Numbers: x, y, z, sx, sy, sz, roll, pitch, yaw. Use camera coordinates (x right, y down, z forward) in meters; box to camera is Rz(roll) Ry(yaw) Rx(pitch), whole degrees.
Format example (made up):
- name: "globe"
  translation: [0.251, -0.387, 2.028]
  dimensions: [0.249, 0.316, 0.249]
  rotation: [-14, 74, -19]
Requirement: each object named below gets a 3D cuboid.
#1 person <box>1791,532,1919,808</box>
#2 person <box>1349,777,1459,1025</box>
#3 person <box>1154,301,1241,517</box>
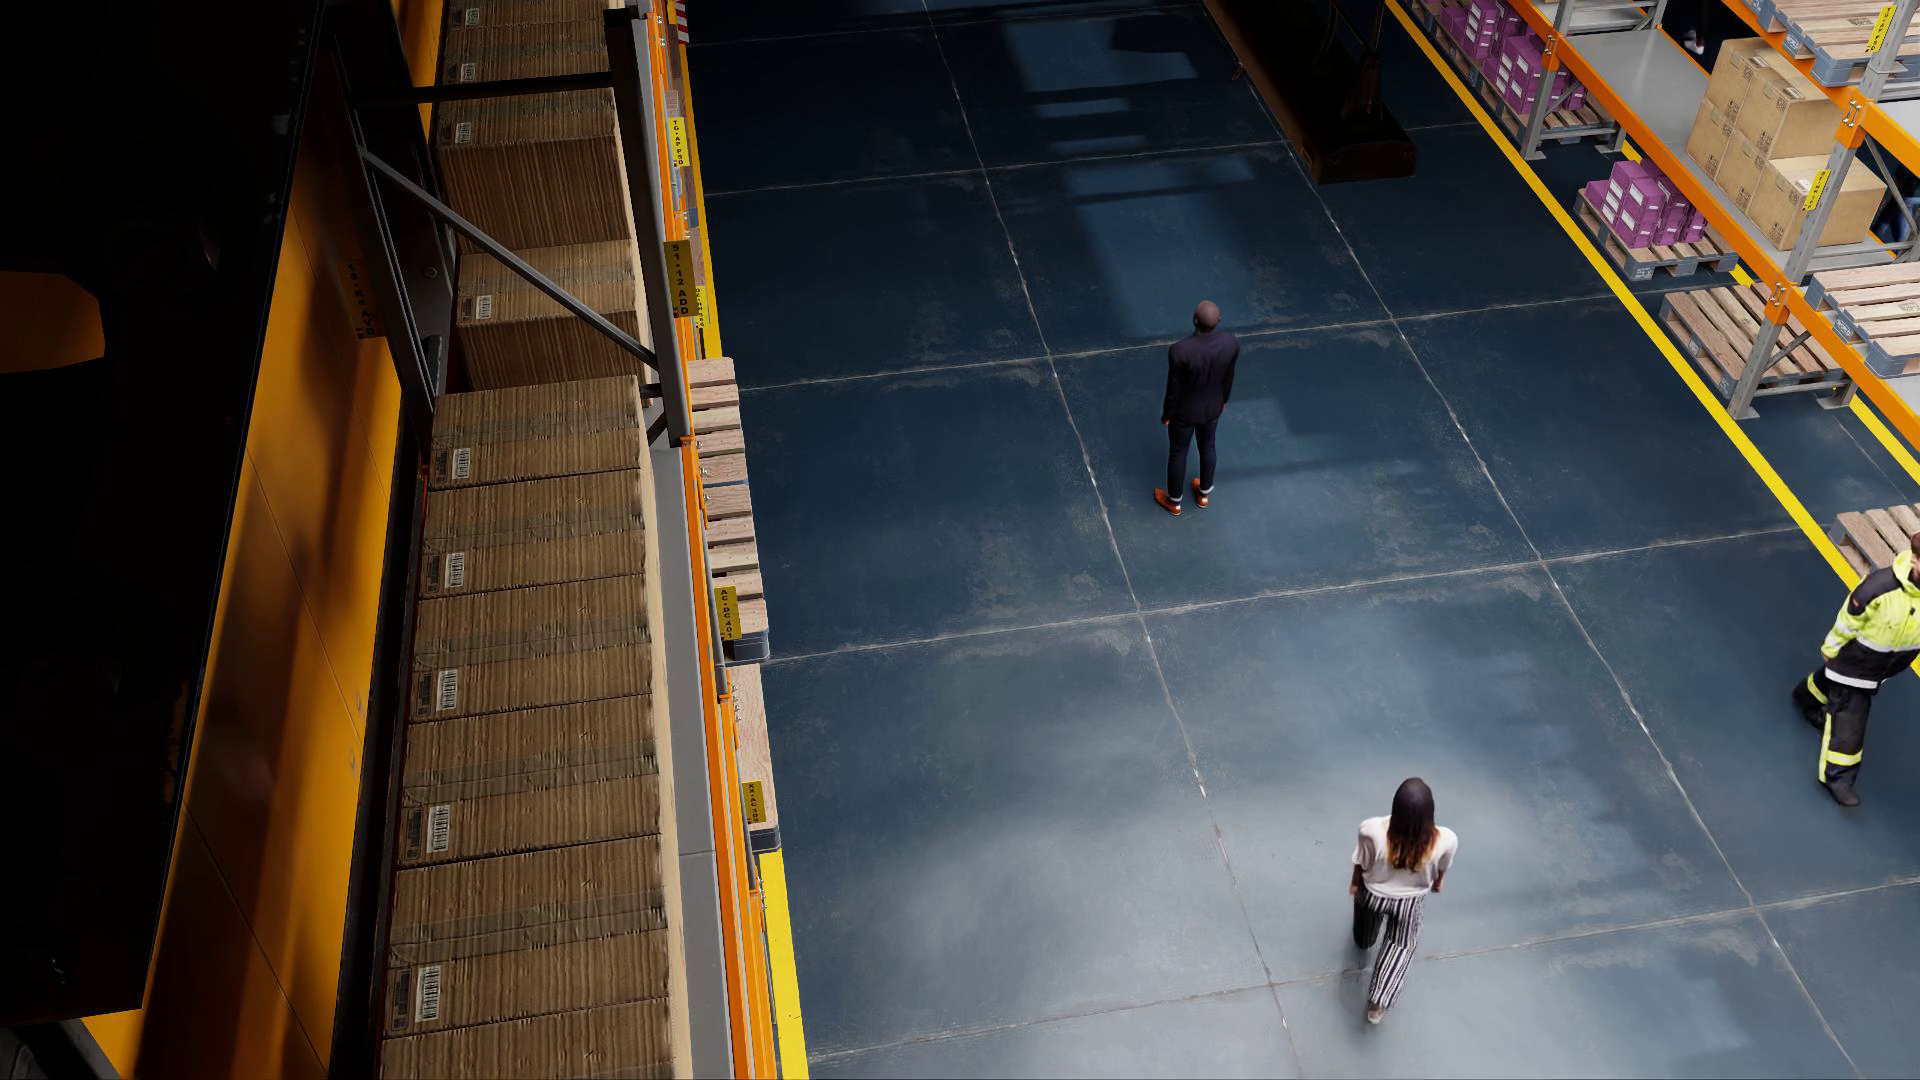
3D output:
- name: "person"
  translation: [5.557, 0.602, 10.182]
  dimensions: [0.784, 1.934, 1.217]
  rotation: [-7, 44, -7]
- name: "person"
  translation: [2.350, 1.940, 8.981]
  dimensions: [0.982, 1.653, 1.163]
  rotation: [13, 45, 13]
- name: "person"
  translation: [1.688, -0.939, 11.884]
  dimensions: [0.729, 1.819, 0.655]
  rotation: [-14, 45, -14]
